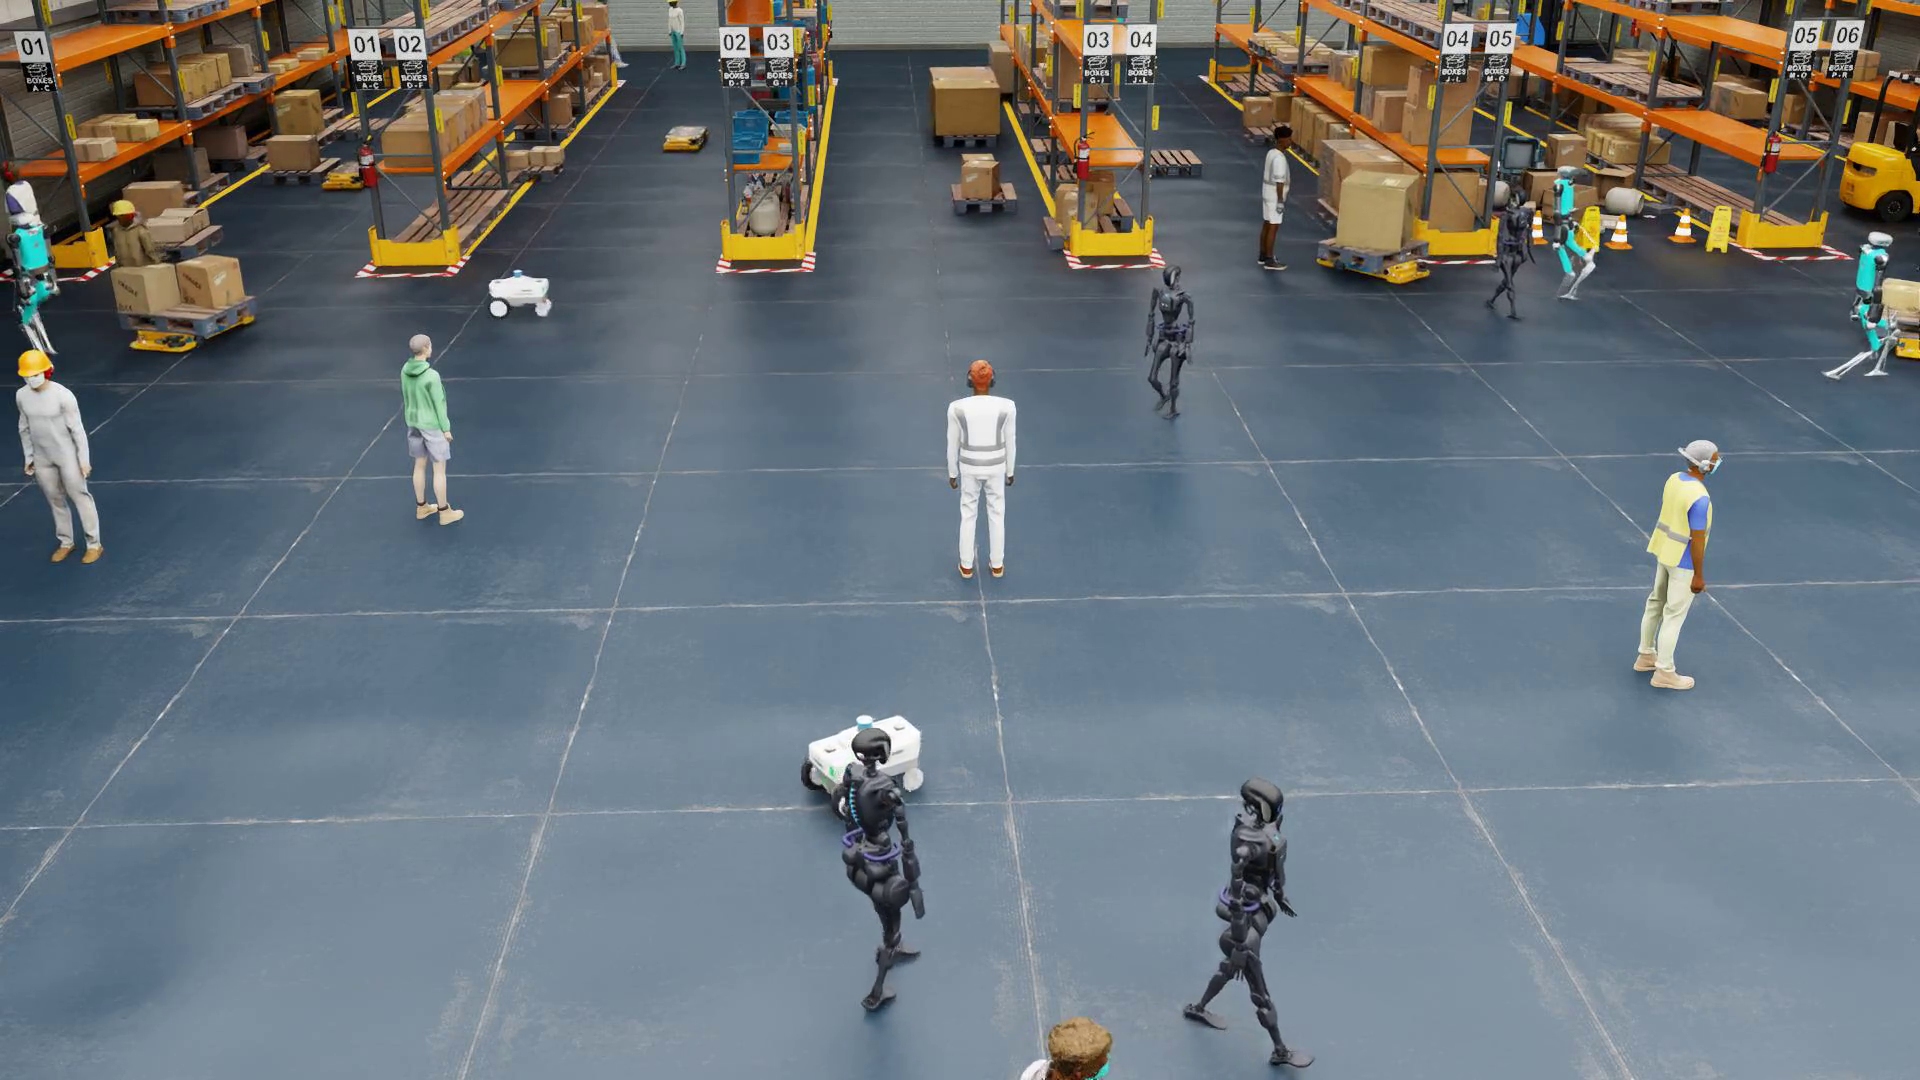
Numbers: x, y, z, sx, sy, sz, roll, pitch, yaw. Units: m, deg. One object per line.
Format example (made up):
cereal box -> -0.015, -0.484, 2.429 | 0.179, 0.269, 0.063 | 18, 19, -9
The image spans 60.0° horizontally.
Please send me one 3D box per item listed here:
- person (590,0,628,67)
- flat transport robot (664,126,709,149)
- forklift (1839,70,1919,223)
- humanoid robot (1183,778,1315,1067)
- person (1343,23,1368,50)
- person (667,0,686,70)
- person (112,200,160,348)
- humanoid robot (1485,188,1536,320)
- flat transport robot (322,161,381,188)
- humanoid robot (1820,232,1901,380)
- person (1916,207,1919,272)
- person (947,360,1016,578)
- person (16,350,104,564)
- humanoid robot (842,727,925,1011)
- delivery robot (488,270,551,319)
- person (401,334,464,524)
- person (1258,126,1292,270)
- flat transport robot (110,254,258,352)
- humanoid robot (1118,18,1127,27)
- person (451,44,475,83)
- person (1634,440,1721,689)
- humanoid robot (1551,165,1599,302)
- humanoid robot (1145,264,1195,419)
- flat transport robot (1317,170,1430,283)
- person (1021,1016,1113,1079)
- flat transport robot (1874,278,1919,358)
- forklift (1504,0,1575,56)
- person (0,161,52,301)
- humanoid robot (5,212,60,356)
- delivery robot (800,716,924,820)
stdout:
person -> -8.701, -12.445, 40.557 | 1.031, 1.803, 0.484 | 7, 25, 16
flat transport robot -> -5.213, -7.664, 31.693 | 0.659, 0.231, 1.431 | 0, 24, 0
forklift -> 15.132, -6.143, 25.915 | 2.313, 2.155, 1.214 | -1, 24, -2
humanoid robot -> 1.521, 1.913, 8.503 | 0.786, 1.630, 0.599 | 14, 28, 29
person -> 10.042, -12.900, 41.639 | 0.925, 1.751, 0.583 | -4, 24, -9
person -> -6.884, -12.308, 40.288 | 0.325, 1.765, 0.530 | -22, 32, -40
person -> -9.843, -3.251, 19.982 | 0.549, 1.733, 0.842 | 7, 25, 16
humanoid robot -> 6.984, -3.635, 20.984 | 0.596, 1.633, 0.793 | -10, 26, -22
flat transport robot -> -10.409, -6.282, 28.589 | 0.659, 0.231, 1.431 | 0, 24, -1
humanoid robot -> 10.158, -2.530, 18.365 | 1.006, 1.740, 0.560 | 1, 24, 3
person -> 13.578, -4.601, 23.040 | 0.611, 1.696, 0.451 | -16, 28, -31
person -> 0.176, -0.577, 13.800 | 0.565, 1.878, 0.350 | 1, 24, 2
person -> -7.649, -0.707, 14.076 | 0.569, 1.889, 0.389 | 2, 24, 5
humanoid robot -> -0.362, 1.715, 8.892 | 0.549, 1.640, 0.609 | -19, 30, -36
delivery robot -> -5.620, -3.121, 21.155 | 0.816, 0.612, 0.499 | -2, 24, -4
person -> -4.772, -0.990, 14.900 | 0.468, 1.735, 0.324 | 13, 27, 26
person -> 4.378, -4.758, 23.080 | 0.369, 1.964, 0.607 | -2, 24, -4
flat transport robot -> -9.345, -2.587, 20.286 | 0.659, 0.231, 1.431 | 6, 25, 13
humanoid robot -> 3.580, -12.086, 39.913 | 0.557, 1.851, 0.855 | -16, 29, -32
person -> -11.039, -10.769, 36.924 | 0.551, 1.675, 0.492 | -3, 24, -6
person -> 5.224, 0.172, 12.093 | 0.401, 1.893, 0.522 | -2, 24, -5
humanoid robot -> 7.946, -3.872, 21.425 | 0.755, 1.818, 0.538 | 17, 29, 33
humanoid robot -> 2.223, -2.074, 17.407 | 0.601, 1.647, 0.358 | 19, 30, 36
flat transport robot -> 5.727, -3.834, 23.088 | 0.659, 0.231, 1.431 | -19, 30, -36
person -> 0.381, 2.641, 6.536 | 0.422, 1.904, 0.500 | -5, 24, -11
flat transport robot -> 11.571, -2.428, 19.927 | 0.659, 0.231, 1.431 | 11, 26, 23
forklift -> 14.700, -13.805, 42.301 | 1.873, 2.768, 1.129 | -1, 24, -2
person -> -12.060, -3.957, 21.444 | 0.495, 1.833, 0.573 | -3, 24, -6
humanoid robot -> -10.791, -2.912, 19.242 | 0.730, 1.810, 0.570 | 10, 26, 21
delivery robot -> -0.633, 1.434, 10.885 | 0.764, 0.582, 0.499 | -15, 28, -30
